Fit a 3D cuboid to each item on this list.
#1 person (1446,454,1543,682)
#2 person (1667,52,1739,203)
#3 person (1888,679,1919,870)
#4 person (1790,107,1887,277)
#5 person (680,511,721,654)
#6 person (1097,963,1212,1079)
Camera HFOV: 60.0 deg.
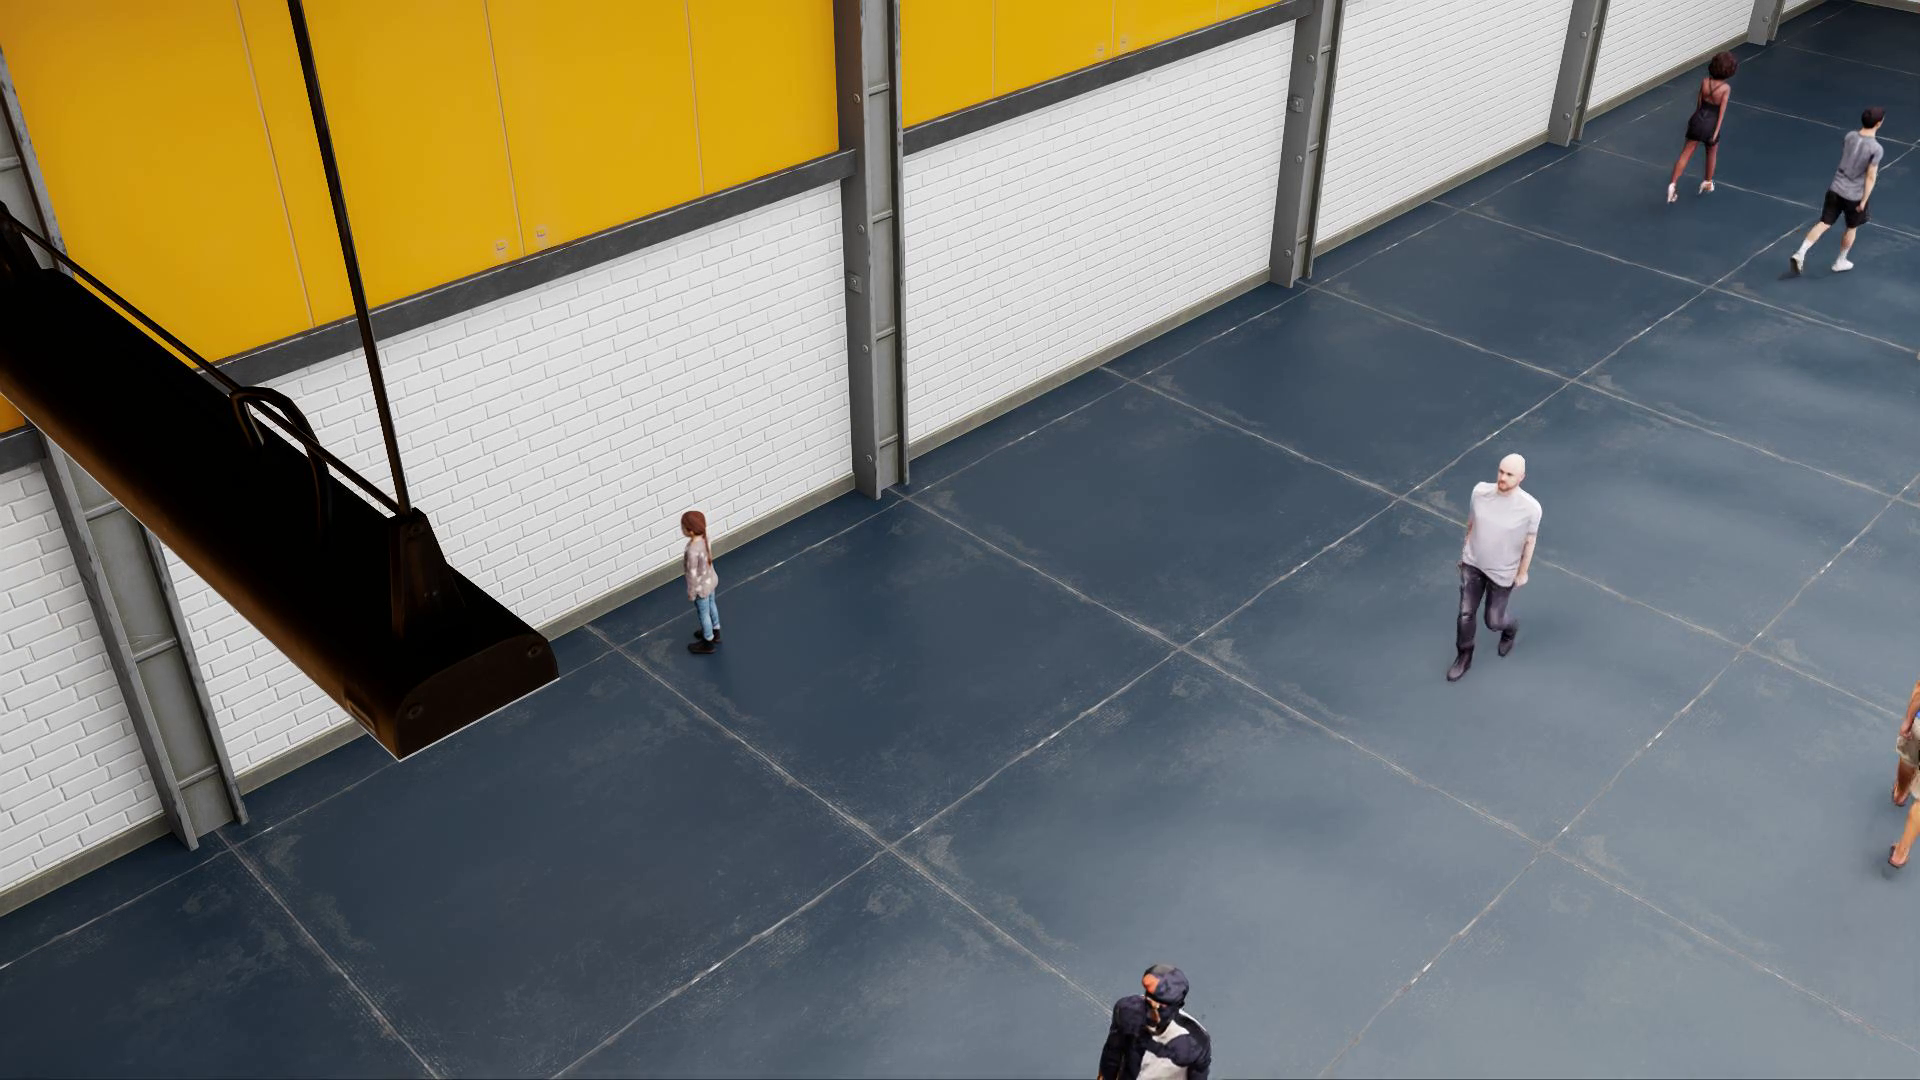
[{"bbox_3d":[3.825,0.161,11.835,0.650,1.819,0.880,28,43,36],"label":"person"},{"bbox_3d":[8.552,-4.724,19.250,1.086,1.744,0.613,-24,41,-32],"label":"person"},{"bbox_3d":[6.055,1.213,10.252,0.777,1.819,1.286,21,39,29],"label":"person"},{"bbox_3d":[9.304,-3.663,17.562,1.187,1.847,0.875,-16,37,-22],"label":"person"},{"bbox_3d":[-1.891,0.296,12.197,0.609,1.193,0.526,8,34,11],"label":"person"},{"bbox_3d":[0.948,2.677,8.014,0.736,1.858,1.216,26,41,33],"label":"person"}]
